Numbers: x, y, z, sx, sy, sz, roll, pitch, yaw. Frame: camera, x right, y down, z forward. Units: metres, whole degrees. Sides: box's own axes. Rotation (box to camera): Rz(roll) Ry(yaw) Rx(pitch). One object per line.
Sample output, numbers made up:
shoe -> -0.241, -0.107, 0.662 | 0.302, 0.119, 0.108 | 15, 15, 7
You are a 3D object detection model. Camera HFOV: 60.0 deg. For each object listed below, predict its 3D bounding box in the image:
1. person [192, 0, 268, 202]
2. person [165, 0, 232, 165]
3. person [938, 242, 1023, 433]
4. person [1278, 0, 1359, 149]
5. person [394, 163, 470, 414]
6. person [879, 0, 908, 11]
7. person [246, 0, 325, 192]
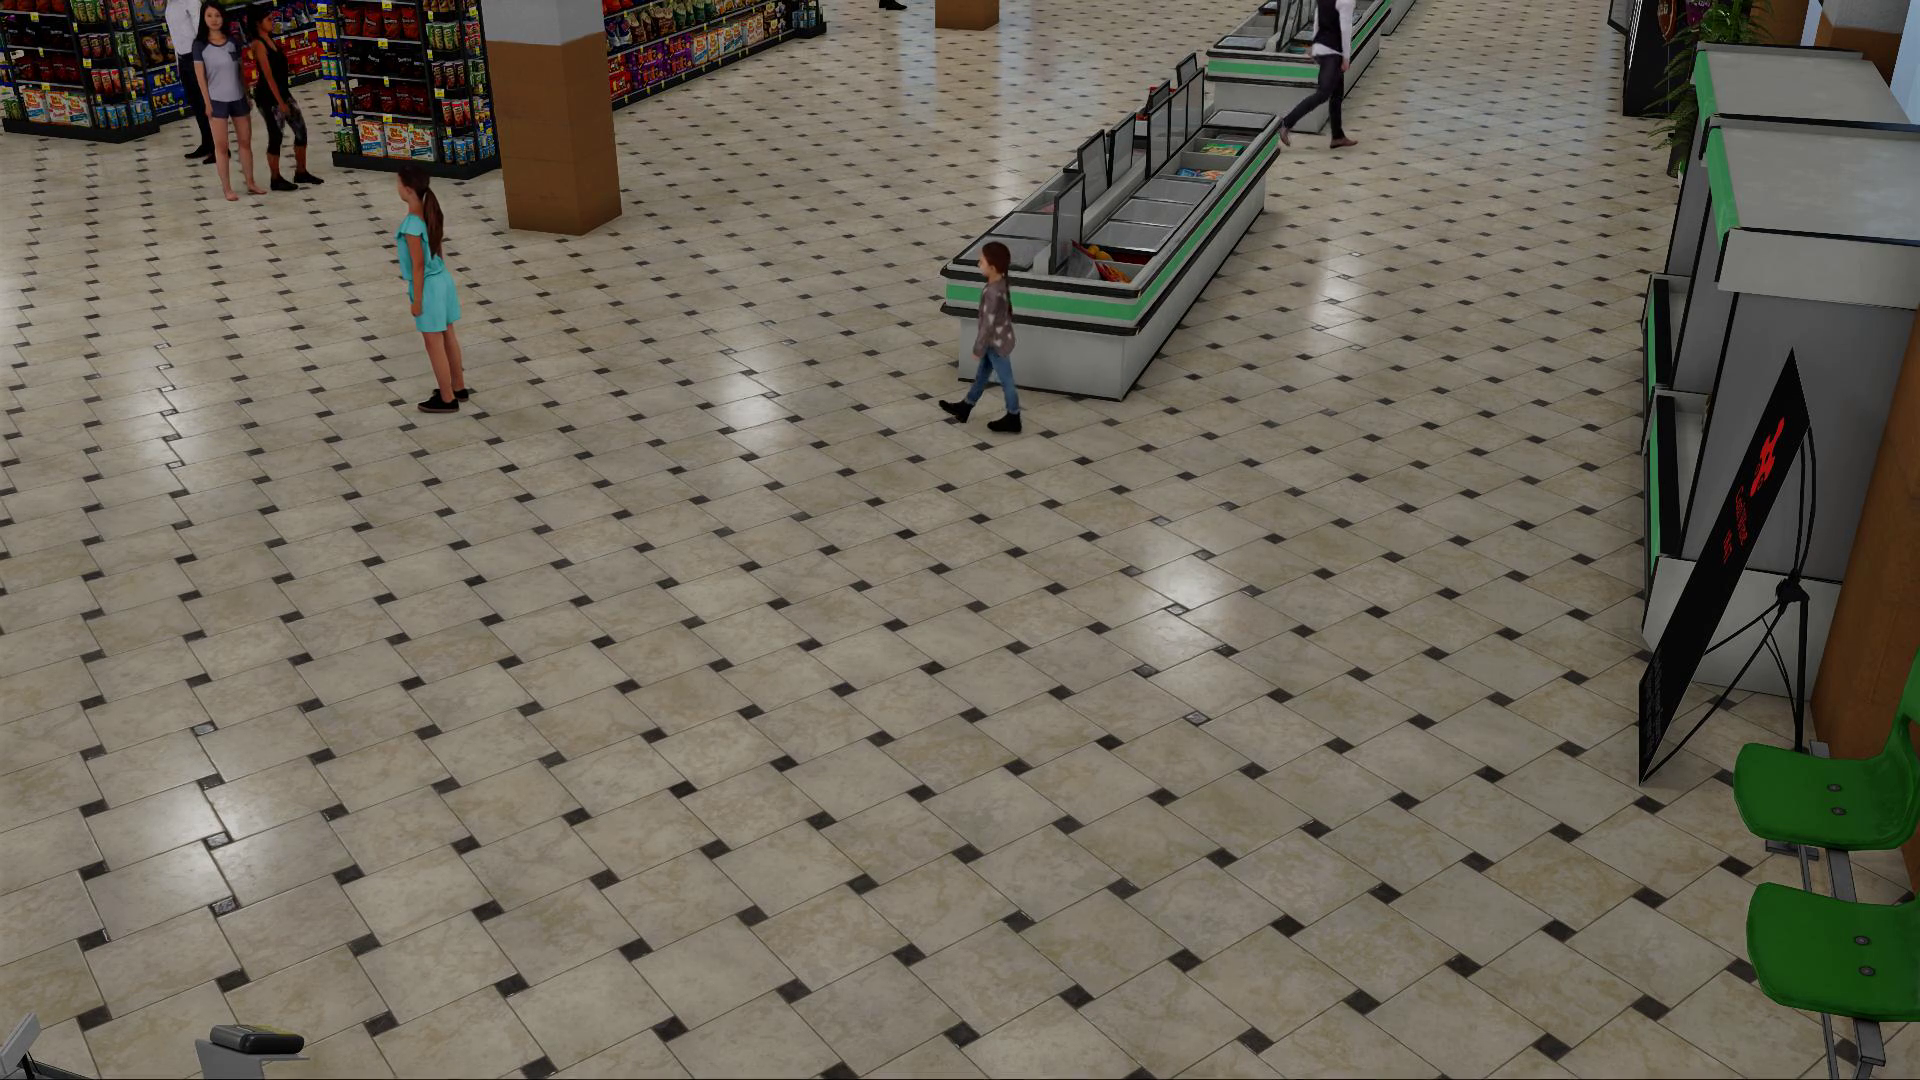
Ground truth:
person -> -6.485, -3.898, 14.703 | 0.721, 1.707, 0.583 | 21, 34, 35
person -> -7.290, -4.565, 15.842 | 0.686, 1.868, 0.673 | 20, 33, 34
person -> 0.274, -1.188, 9.949 | 0.648, 1.175, 0.728 | 4, 27, 8
person -> 3.505, -4.661, 16.122 | 1.191, 1.786, 1.204 | -7, 28, -13
person -> -3.260, -1.549, 10.239 | 0.638, 1.558, 0.515 | 5, 27, 9
person -> -1.025, -8.555, 23.677 | 0.806, 1.897, 0.753 | -13, 30, -24
person -> -6.195, -3.929, 14.824 | 0.754, 1.654, 0.708 | 0, 27, 0
